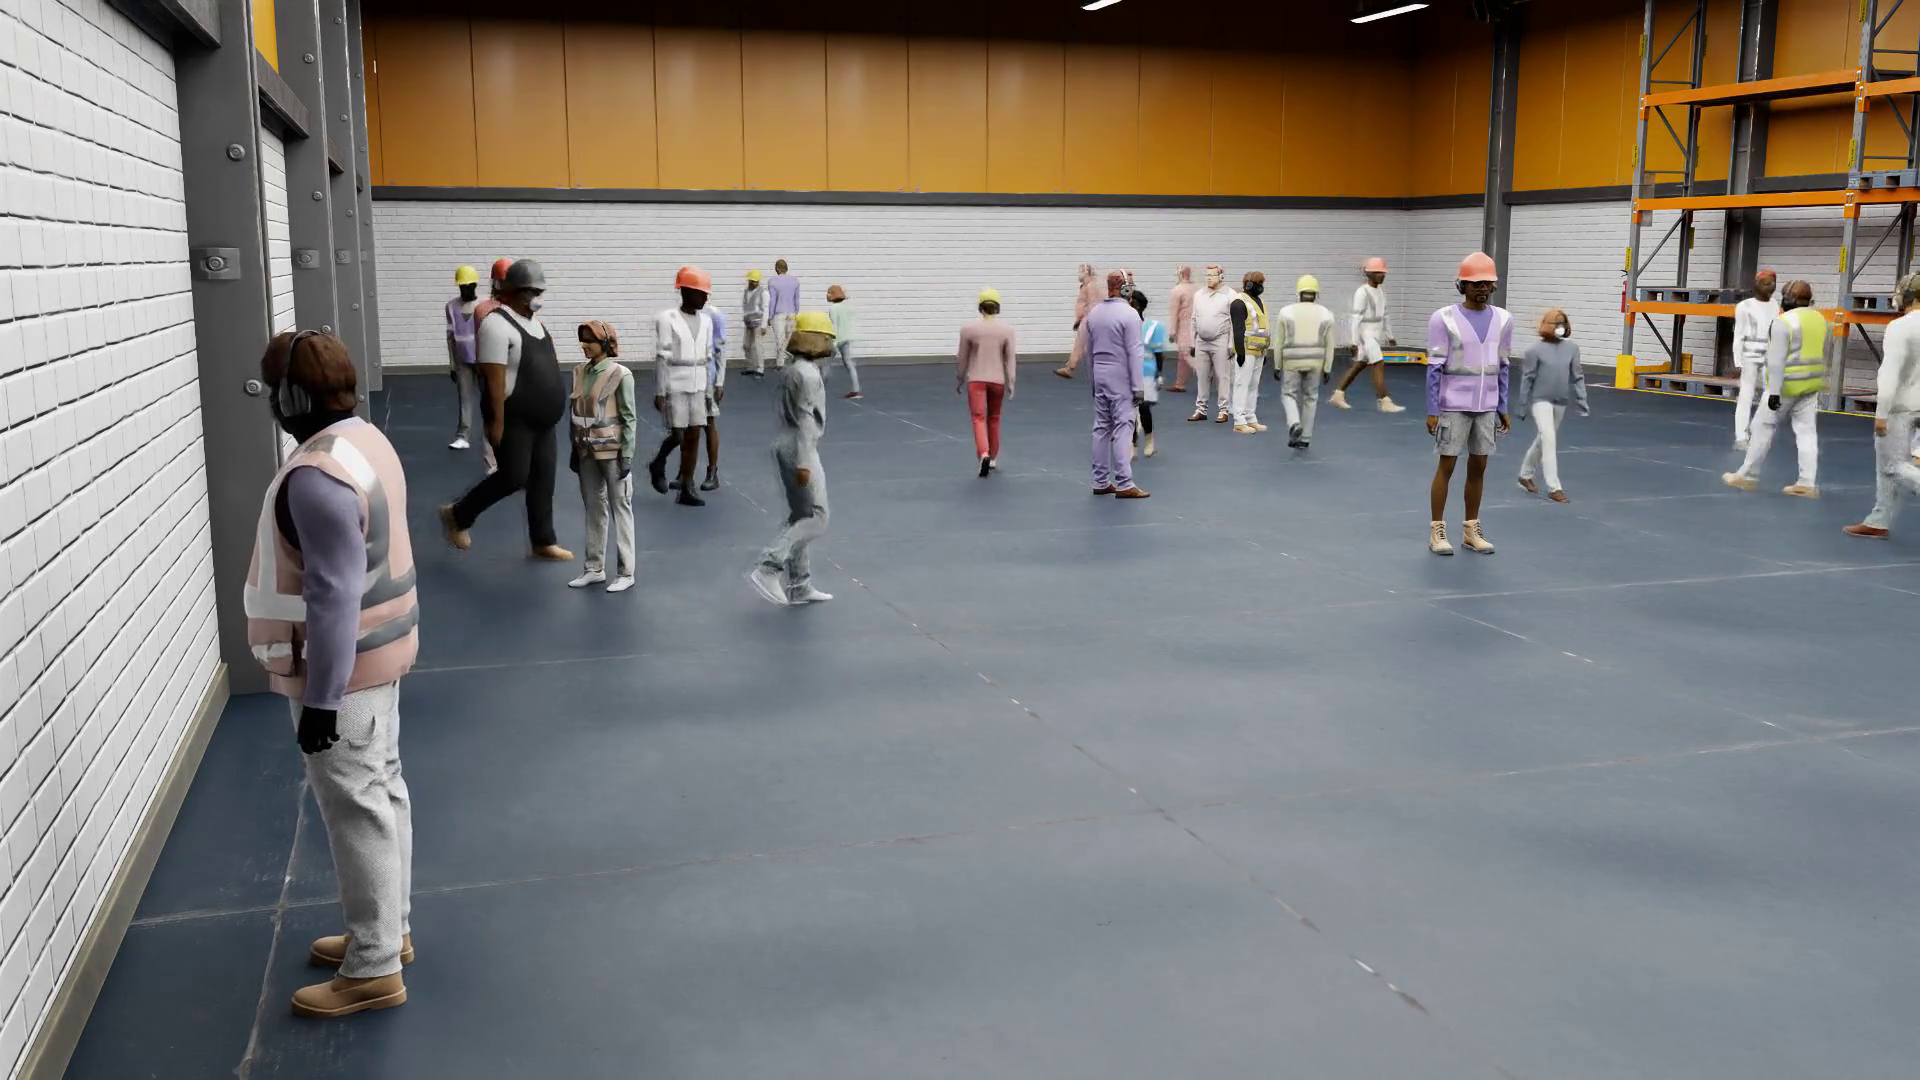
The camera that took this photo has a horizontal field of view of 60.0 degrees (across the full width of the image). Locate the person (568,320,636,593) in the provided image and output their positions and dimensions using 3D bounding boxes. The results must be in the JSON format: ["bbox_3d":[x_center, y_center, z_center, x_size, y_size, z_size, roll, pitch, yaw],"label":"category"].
[{"bbox_3d":[-2.163,-0.505,10.063,0.512,1.642,0.311,6,12,33],"label":"person"}]

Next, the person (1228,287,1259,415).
[{"bbox_3d":[3.490,-2.346,20.769,0.494,1.619,0.534,6,11,30],"label":"person"}]

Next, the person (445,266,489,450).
[{"bbox_3d":[-5.071,-1.892,17.356,0.628,1.923,0.542,1,10,6],"label":"person"}]

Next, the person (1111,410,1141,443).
[{"bbox_3d":[1.783,-1.854,17.892,0.499,1.634,0.279,7,12,35],"label":"person"}]

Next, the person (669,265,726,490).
[{"bbox_3d":[-2.292,-1.386,14.315,0.551,1.932,0.378,3,10,16],"label":"person"}]

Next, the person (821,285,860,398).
[{"bbox_3d":[-1.764,-2.798,23.481,0.868,1.579,0.518,5,11,25],"label":"person"}]

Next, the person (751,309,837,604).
[{"bbox_3d":[-0.933,-0.467,9.619,0.507,1.718,0.500,-4,10,-20],"label":"person"}]

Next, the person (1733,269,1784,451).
[{"bbox_3d":[8.205,-1.833,17.101,0.594,1.870,0.429,-2,10,-12],"label":"person"}]

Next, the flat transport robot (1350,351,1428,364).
[{"bbox_3d":[7.919,-3.344,30.459,1.431,0.197,0.652,1,10,6],"label":"flat transport robot"}]

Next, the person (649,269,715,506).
[{"bbox_3d":[-2.273,-1.237,13.516,0.588,1.913,0.589,-10,14,-44],"label":"person"}]

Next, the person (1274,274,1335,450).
[{"bbox_3d":[3.540,-1.815,17.118,0.611,1.822,0.493,0,10,3],"label":"person"}]

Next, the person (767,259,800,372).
[{"bbox_3d":[-3.051,-3.869,28.696,0.627,1.934,0.372,-8,12,-38],"label":"person"}]

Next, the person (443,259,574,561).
[{"bbox_3d":[-2.976,-0.862,10.975,0.781,2.000,0.696,3,10,15],"label":"person"}]

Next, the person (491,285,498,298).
[{"bbox_3d":[-4.412,-1.628,16.131,0.376,1.809,0.609,-9,13,-42],"label":"person"}]

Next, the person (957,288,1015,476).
[{"bbox_3d":[0.255,-1.472,15.416,0.524,1.726,0.872,-2,10,-9],"label":"person"}]

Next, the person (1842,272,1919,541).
[{"bbox_3d":[6.644,-0.900,11.564,0.636,1.914,0.798,-7,12,-36],"label":"person"}]

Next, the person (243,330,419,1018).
[{"bbox_3d":[-1.689,0.357,4.501,0.430,1.840,0.625,-2,10,-9],"label":"person"}]

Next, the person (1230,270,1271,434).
[{"bbox_3d":[3.317,-2.138,18.938,0.429,1.844,0.627,7,12,35],"label":"person"}]

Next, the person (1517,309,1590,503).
[{"bbox_3d":[4.927,-1.145,13.927,0.506,1.587,0.870,-3,10,-17],"label":"person"}]

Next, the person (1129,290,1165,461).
[{"bbox_3d":[1.722,-1.600,16.263,0.554,1.680,0.369,5,11,27],"label":"person"}]

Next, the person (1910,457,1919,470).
[{"bbox_3d":[8.719,-1.372,14.371,0.654,1.881,1.032,-5,11,-26],"label":"person"}]

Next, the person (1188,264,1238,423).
[{"bbox_3d":[3.052,-2.372,20.103,0.646,1.908,0.408,7,12,36],"label":"person"}]

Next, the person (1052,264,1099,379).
[{"bbox_3d":[2.033,-3.545,27.051,1.004,1.856,0.655,0,10,1],"label":"person"}]

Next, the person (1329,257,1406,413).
[{"bbox_3d":[5.237,-2.637,21.418,1.069,1.993,0.606,7,12,34],"label":"person"}]

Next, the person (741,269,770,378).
[{"bbox_3d":[-3.348,-3.534,27.181,0.684,1.790,0.471,8,13,40],"label":"person"}]

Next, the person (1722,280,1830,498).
[{"bbox_3d":[6.944,-1.286,14.097,0.651,1.807,0.866,-4,11,-22],"label":"person"}]

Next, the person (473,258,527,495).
[{"bbox_3d":[-3.822,-1.379,14.096,0.393,1.995,0.612,7,12,33],"label":"person"}]

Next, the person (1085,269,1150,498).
[{"bbox_3d":[1.335,-1.305,13.924,0.402,1.910,0.638,-6,12,-32],"label":"person"}]

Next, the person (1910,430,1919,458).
[{"bbox_3d":[9.747,-1.692,16.573,0.522,1.769,0.310,-6,12,-32],"label":"person"}]

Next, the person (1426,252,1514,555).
[{"bbox_3d":[3.452,-0.909,11.239,0.614,2.041,0.390,-2,10,-12],"label":"person"}]

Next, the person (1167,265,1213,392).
[{"bbox_3d":[3.360,-3.053,24.152,0.845,1.877,0.648,9,13,42],"label":"person"}]
